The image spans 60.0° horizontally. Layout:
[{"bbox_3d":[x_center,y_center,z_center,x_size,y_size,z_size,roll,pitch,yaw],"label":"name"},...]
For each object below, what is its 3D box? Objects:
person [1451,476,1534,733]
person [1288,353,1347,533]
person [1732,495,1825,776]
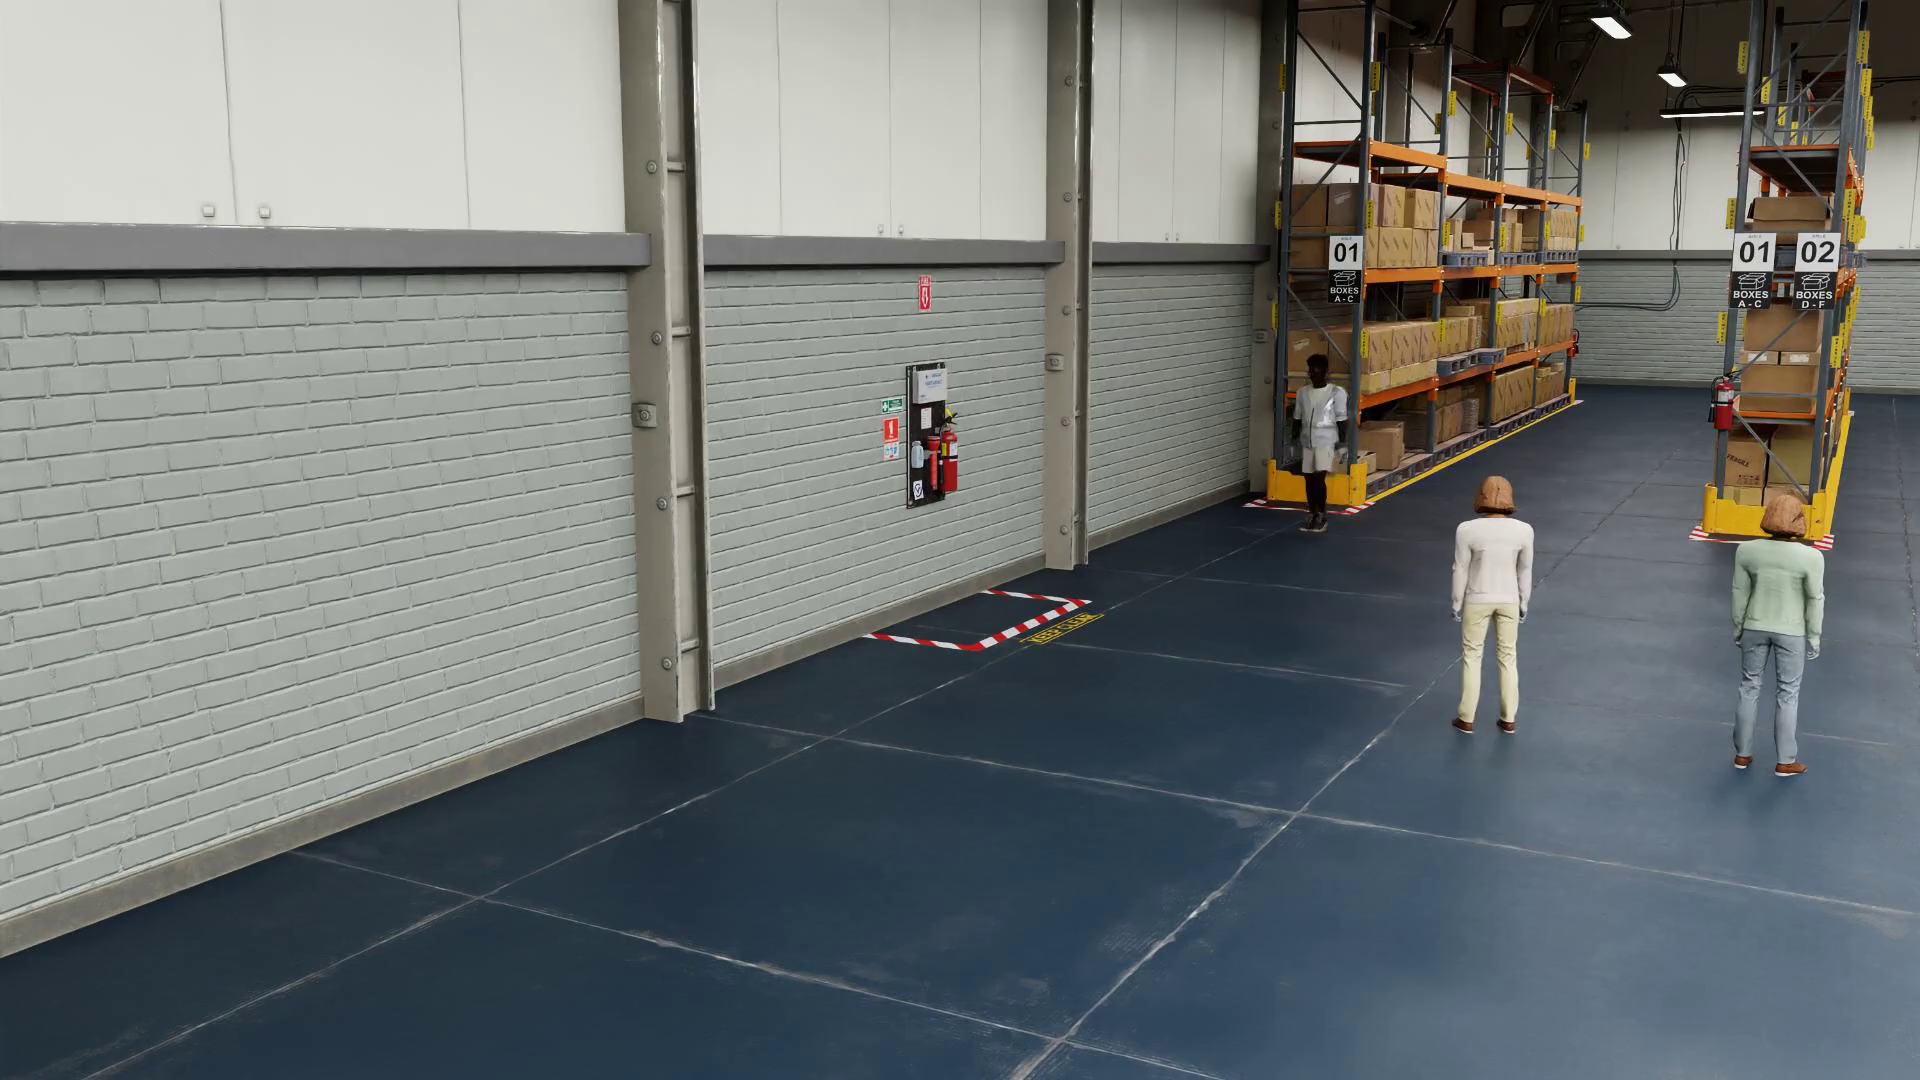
[{"bbox_3d":[3.342,0.408,10.475,0.500,1.623,0.299,0,10,0],"label":"person"},{"bbox_3d":[3.825,-1.033,17.942,0.651,1.948,0.538,9,13,43],"label":"person"},{"bbox_3d":[4.721,0.547,9.629,0.500,1.633,0.280,9,13,44],"label":"person"}]
